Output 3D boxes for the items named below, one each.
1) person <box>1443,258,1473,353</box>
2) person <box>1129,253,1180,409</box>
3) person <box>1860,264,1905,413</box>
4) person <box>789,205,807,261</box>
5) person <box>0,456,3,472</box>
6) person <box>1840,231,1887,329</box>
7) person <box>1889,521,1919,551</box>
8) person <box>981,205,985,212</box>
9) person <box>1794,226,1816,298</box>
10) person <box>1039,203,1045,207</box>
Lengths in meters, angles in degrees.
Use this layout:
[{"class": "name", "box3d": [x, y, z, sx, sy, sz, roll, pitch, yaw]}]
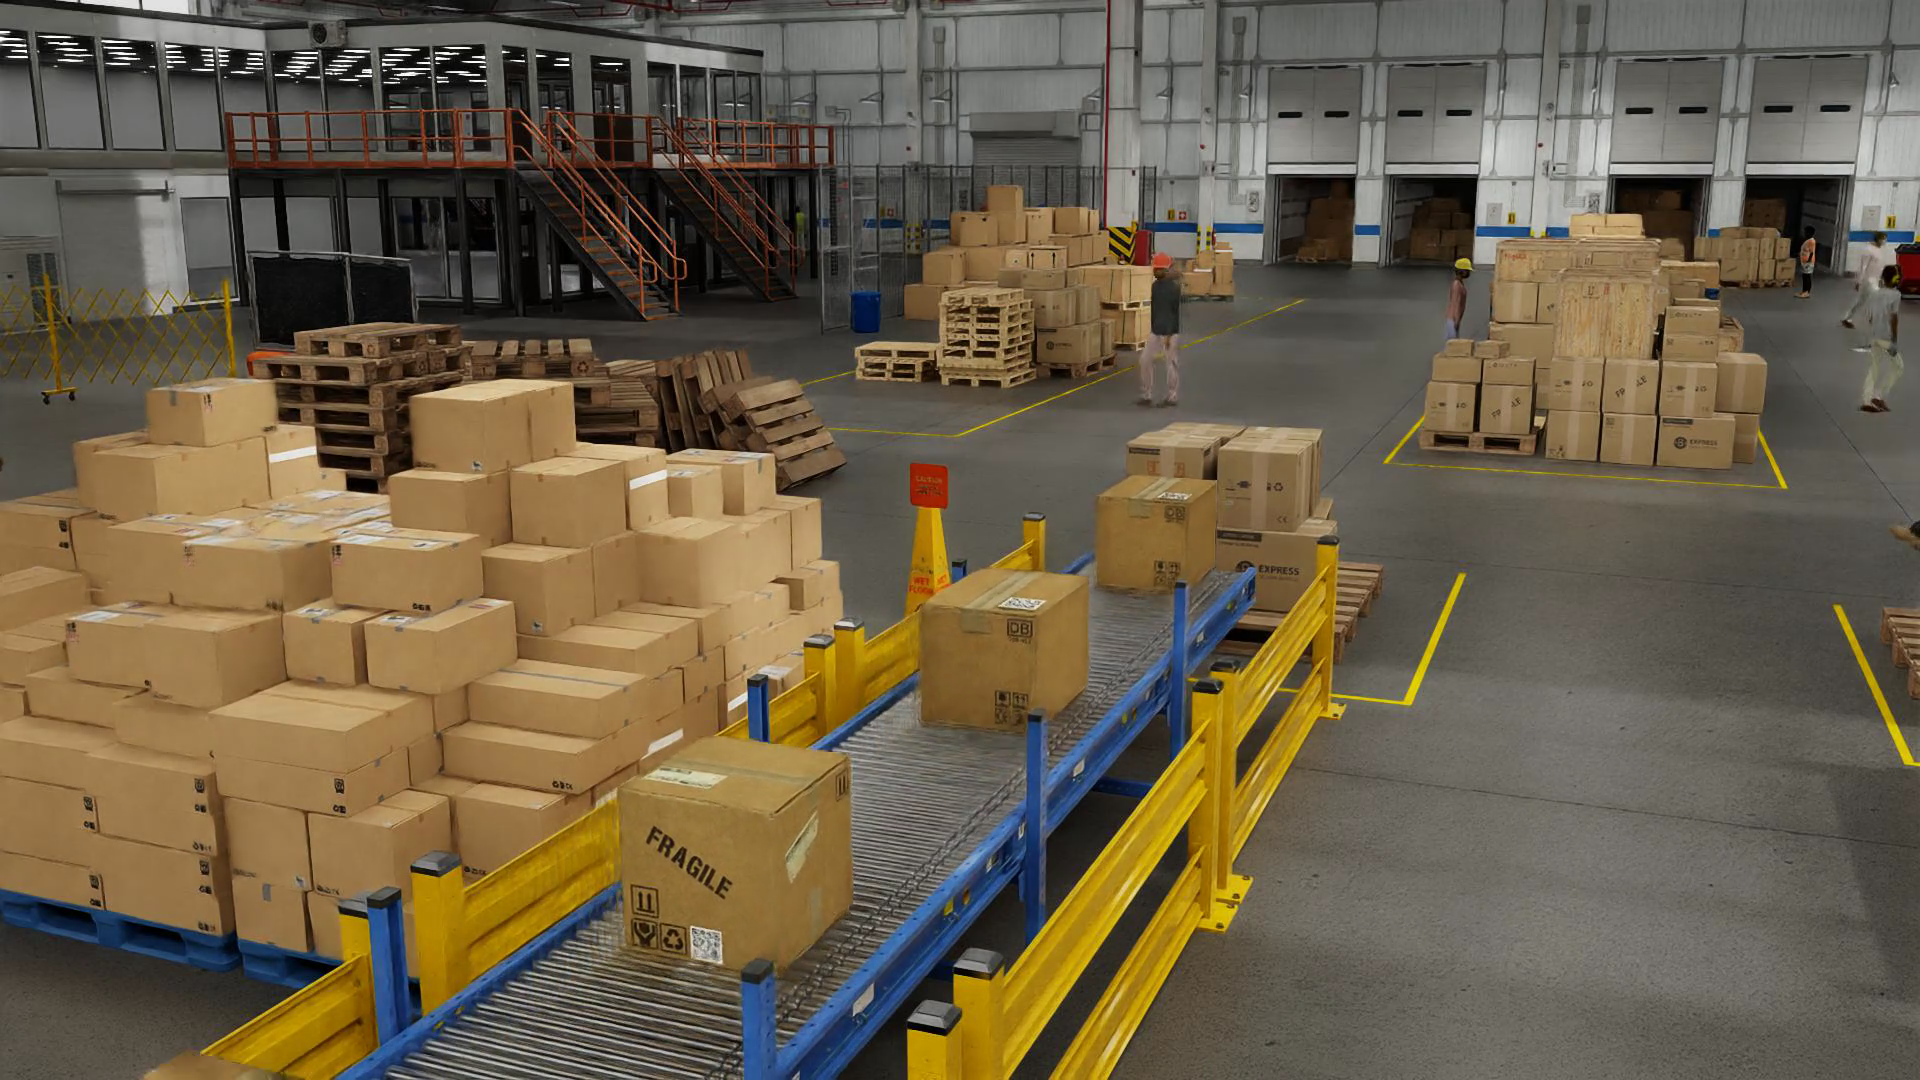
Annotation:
[{"class": "person", "box3d": [7.171, -3.182, 24.006, 0.366, 1.755, 0.524, 4, 13, 16]}, {"class": "person", "box3d": [2.458, -2.618, 20.973, 0.776, 1.967, 0.653, -6, 14, -26]}, {"class": "person", "box3d": [11.520, -2.489, 20.674, 0.493, 1.852, 0.560, -2, 13, -9]}, {"class": "person", "box3d": [-5.390, -10.172, 55.175, 0.620, 1.840, 0.430, -7, 14, -28]}, {"class": "person", "box3d": [-7.315, -0.656, 12.049, 0.638, 2.030, 0.578, -8, 15, -33]}, {"class": "person", "box3d": [17.205, -4.908, 31.475, 0.633, 1.889, 1.024, -8, 15, -33]}, {"class": "person", "box3d": [7.771, -0.832, 12.816, 0.692, 2.000, 1.017, -9, 15, -34]}, {"class": "person", "box3d": [0.701, -9.282, 50.952, 0.546, 1.938, 0.361, -2, 13, -10]}, {"class": "person", "box3d": [20.033, -6.573, 39.343, 0.318, 1.699, 0.534, 2, 13, 11]}, {"class": "person", "box3d": [2.665, -9.914, 53.769, 0.603, 1.945, 0.390, 0, 13, 1]}]
